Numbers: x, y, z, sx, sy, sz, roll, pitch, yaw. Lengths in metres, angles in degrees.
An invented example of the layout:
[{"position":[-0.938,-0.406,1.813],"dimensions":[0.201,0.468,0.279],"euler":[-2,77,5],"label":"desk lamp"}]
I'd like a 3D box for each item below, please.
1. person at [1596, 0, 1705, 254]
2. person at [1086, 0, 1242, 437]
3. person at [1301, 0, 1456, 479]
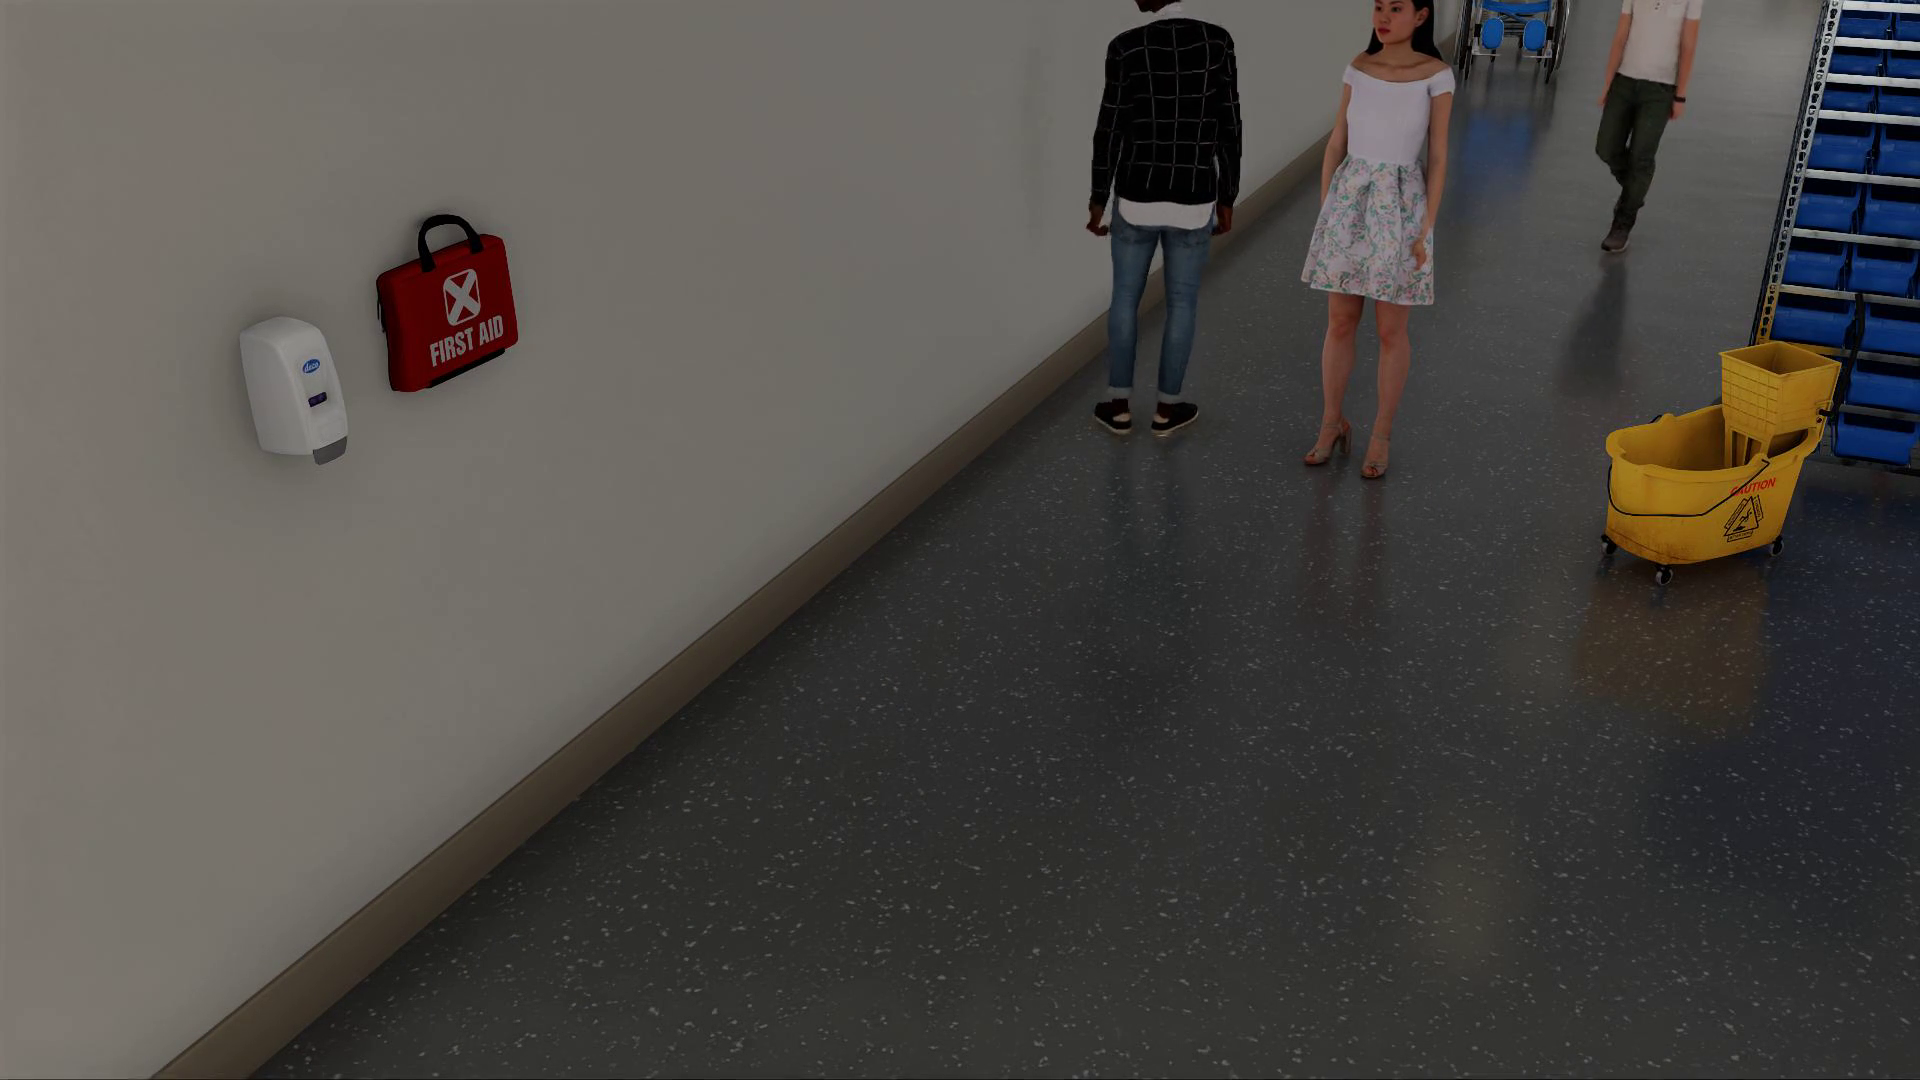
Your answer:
[{"position":[3.575,-2.349,8.637],"dimensions":[0.837,1.645,0.754],"euler":[19,32,34],"label":"person"},{"position":[0.767,-1.265,6.200],"dimensions":[0.658,1.809,0.848],"euler":[8,27,16],"label":"person"},{"position":[1.469,-1.083,5.862],"dimensions":[0.623,1.775,0.750],"euler":[17,30,31],"label":"person"}]
